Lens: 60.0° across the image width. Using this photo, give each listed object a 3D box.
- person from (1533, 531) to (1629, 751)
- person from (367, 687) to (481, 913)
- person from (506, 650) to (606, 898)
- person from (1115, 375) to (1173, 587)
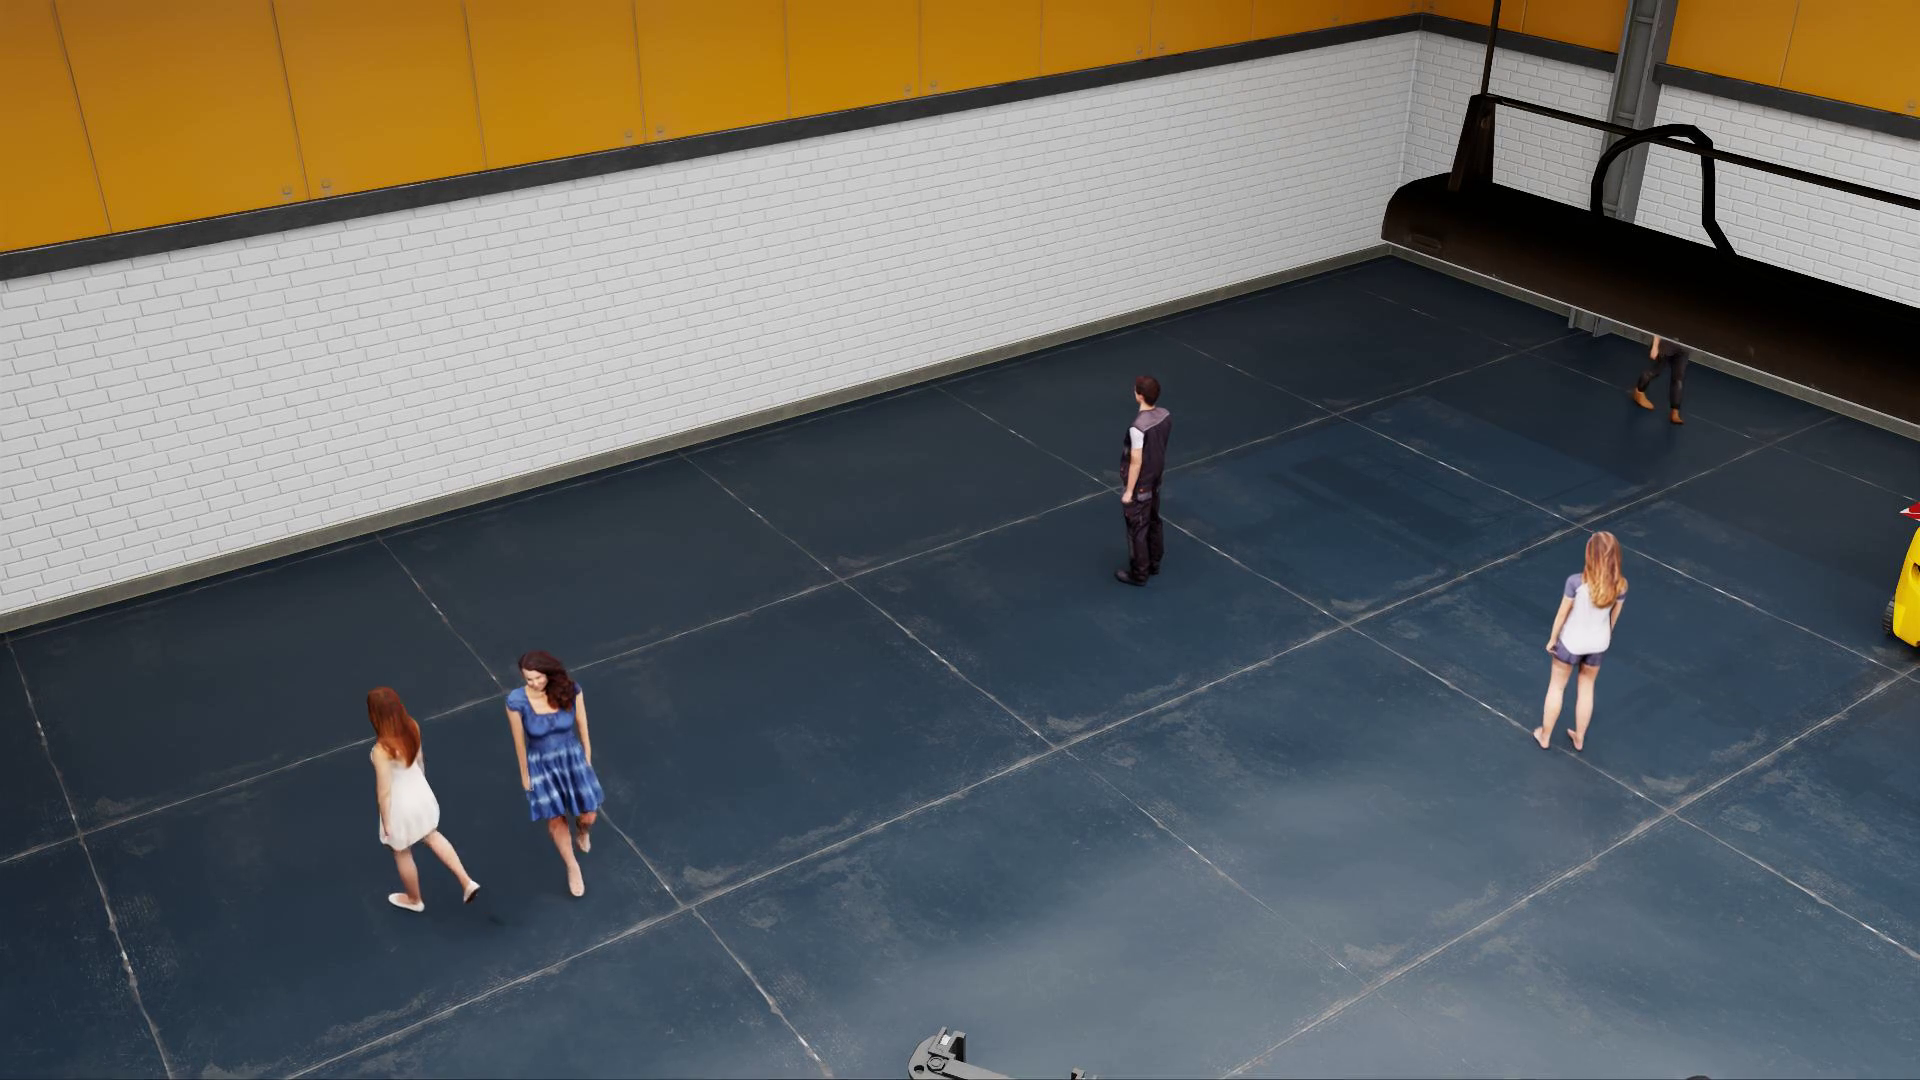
[{"bbox_3d":[4.402,0.737,11.698,0.703,1.725,0.726,-1,29,-1],"label":"person"},{"bbox_3d":[-3.297,1.615,10.116,0.995,1.699,0.836,12,31,22],"label":"person"},{"bbox_3d":[-2.538,1.419,10.384,0.746,1.786,0.829,-13,31,-22],"label":"person"},{"bbox_3d":[1.538,-0.501,13.839,0.682,1.848,0.728,21,35,33],"label":"person"}]
